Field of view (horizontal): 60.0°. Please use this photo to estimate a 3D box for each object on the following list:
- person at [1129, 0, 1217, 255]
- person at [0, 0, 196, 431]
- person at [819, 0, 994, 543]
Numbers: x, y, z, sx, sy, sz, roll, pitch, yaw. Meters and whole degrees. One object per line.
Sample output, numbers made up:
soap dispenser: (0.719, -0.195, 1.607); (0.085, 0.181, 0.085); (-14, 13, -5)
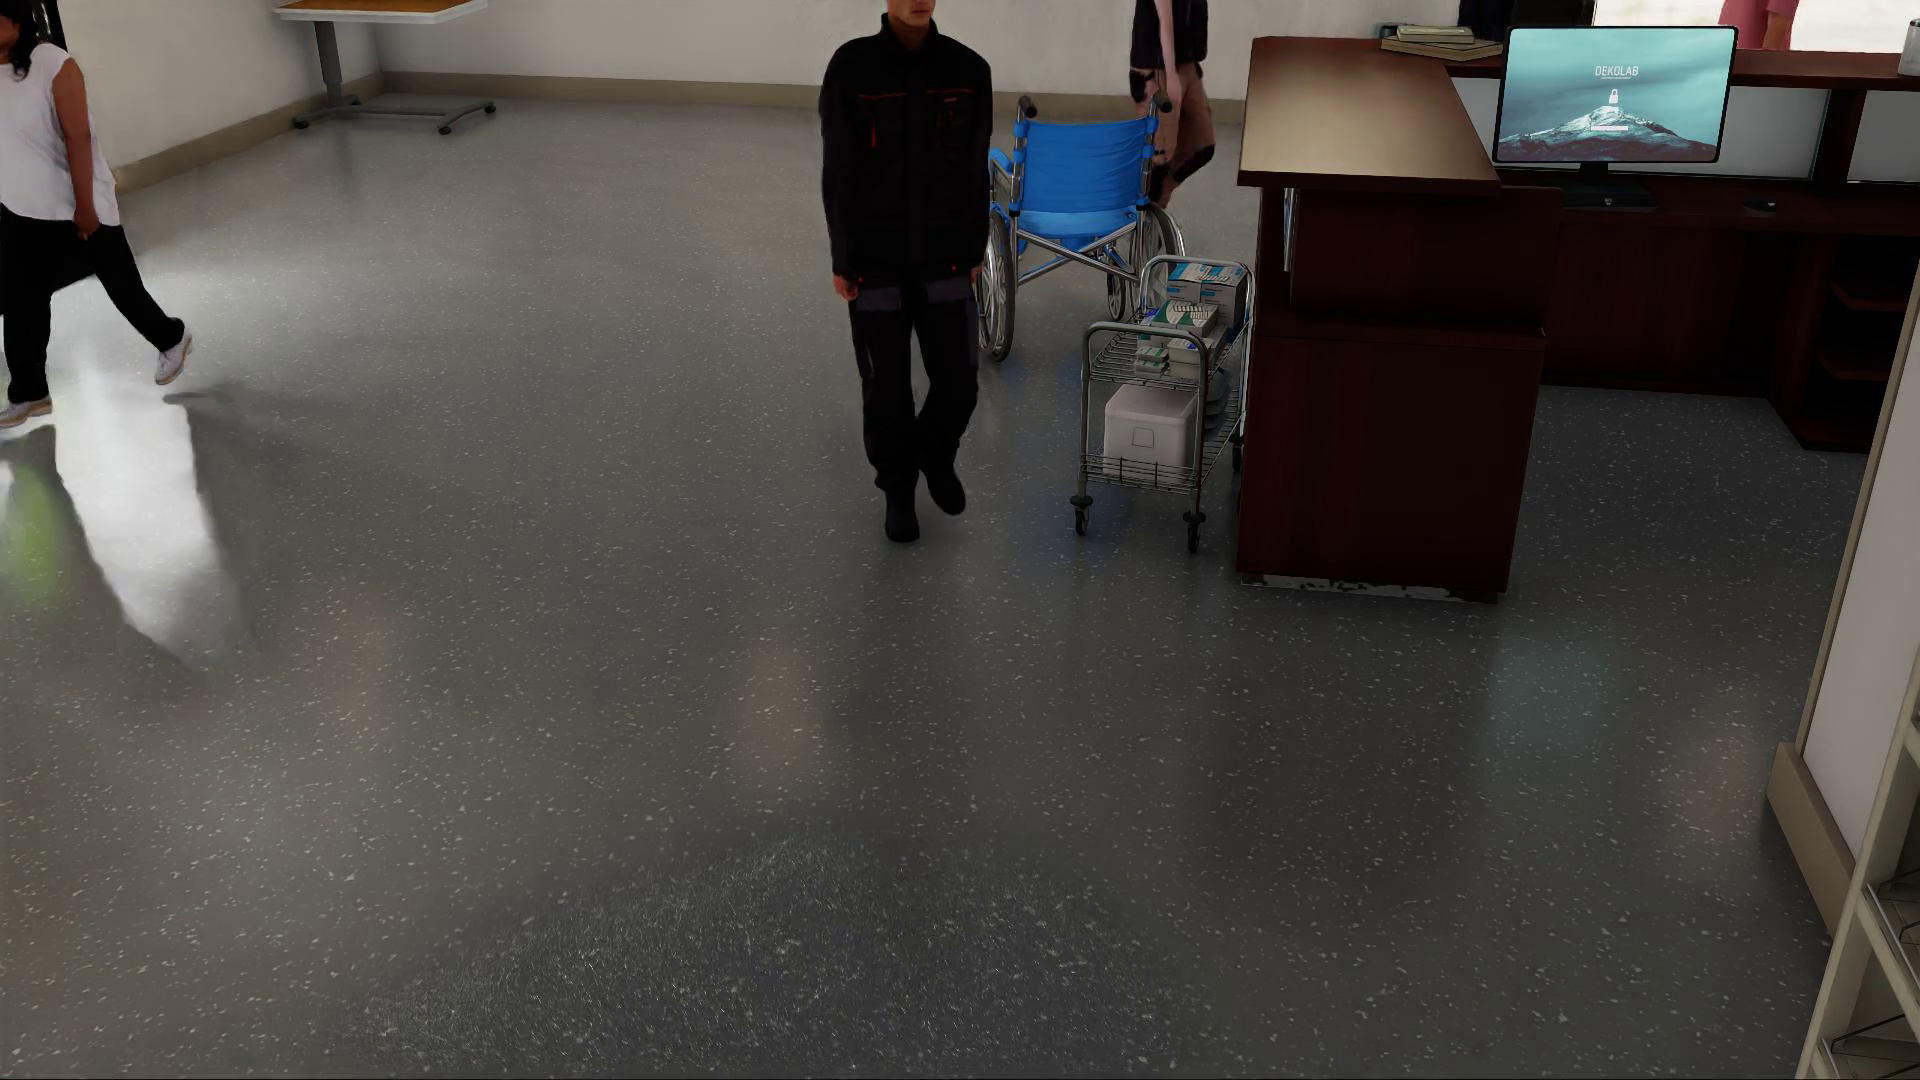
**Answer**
person: (0.948, -2.354, 8.354); (0.833, 1.827, 0.727); (13, 29, 25)
person: (-3.411, -1.307, 6.387); (0.808, 1.650, 1.164); (9, 27, 18)
person: (-0.189, -0.954, 5.333); (0.810, 1.930, 0.828); (-5, 26, -10)
